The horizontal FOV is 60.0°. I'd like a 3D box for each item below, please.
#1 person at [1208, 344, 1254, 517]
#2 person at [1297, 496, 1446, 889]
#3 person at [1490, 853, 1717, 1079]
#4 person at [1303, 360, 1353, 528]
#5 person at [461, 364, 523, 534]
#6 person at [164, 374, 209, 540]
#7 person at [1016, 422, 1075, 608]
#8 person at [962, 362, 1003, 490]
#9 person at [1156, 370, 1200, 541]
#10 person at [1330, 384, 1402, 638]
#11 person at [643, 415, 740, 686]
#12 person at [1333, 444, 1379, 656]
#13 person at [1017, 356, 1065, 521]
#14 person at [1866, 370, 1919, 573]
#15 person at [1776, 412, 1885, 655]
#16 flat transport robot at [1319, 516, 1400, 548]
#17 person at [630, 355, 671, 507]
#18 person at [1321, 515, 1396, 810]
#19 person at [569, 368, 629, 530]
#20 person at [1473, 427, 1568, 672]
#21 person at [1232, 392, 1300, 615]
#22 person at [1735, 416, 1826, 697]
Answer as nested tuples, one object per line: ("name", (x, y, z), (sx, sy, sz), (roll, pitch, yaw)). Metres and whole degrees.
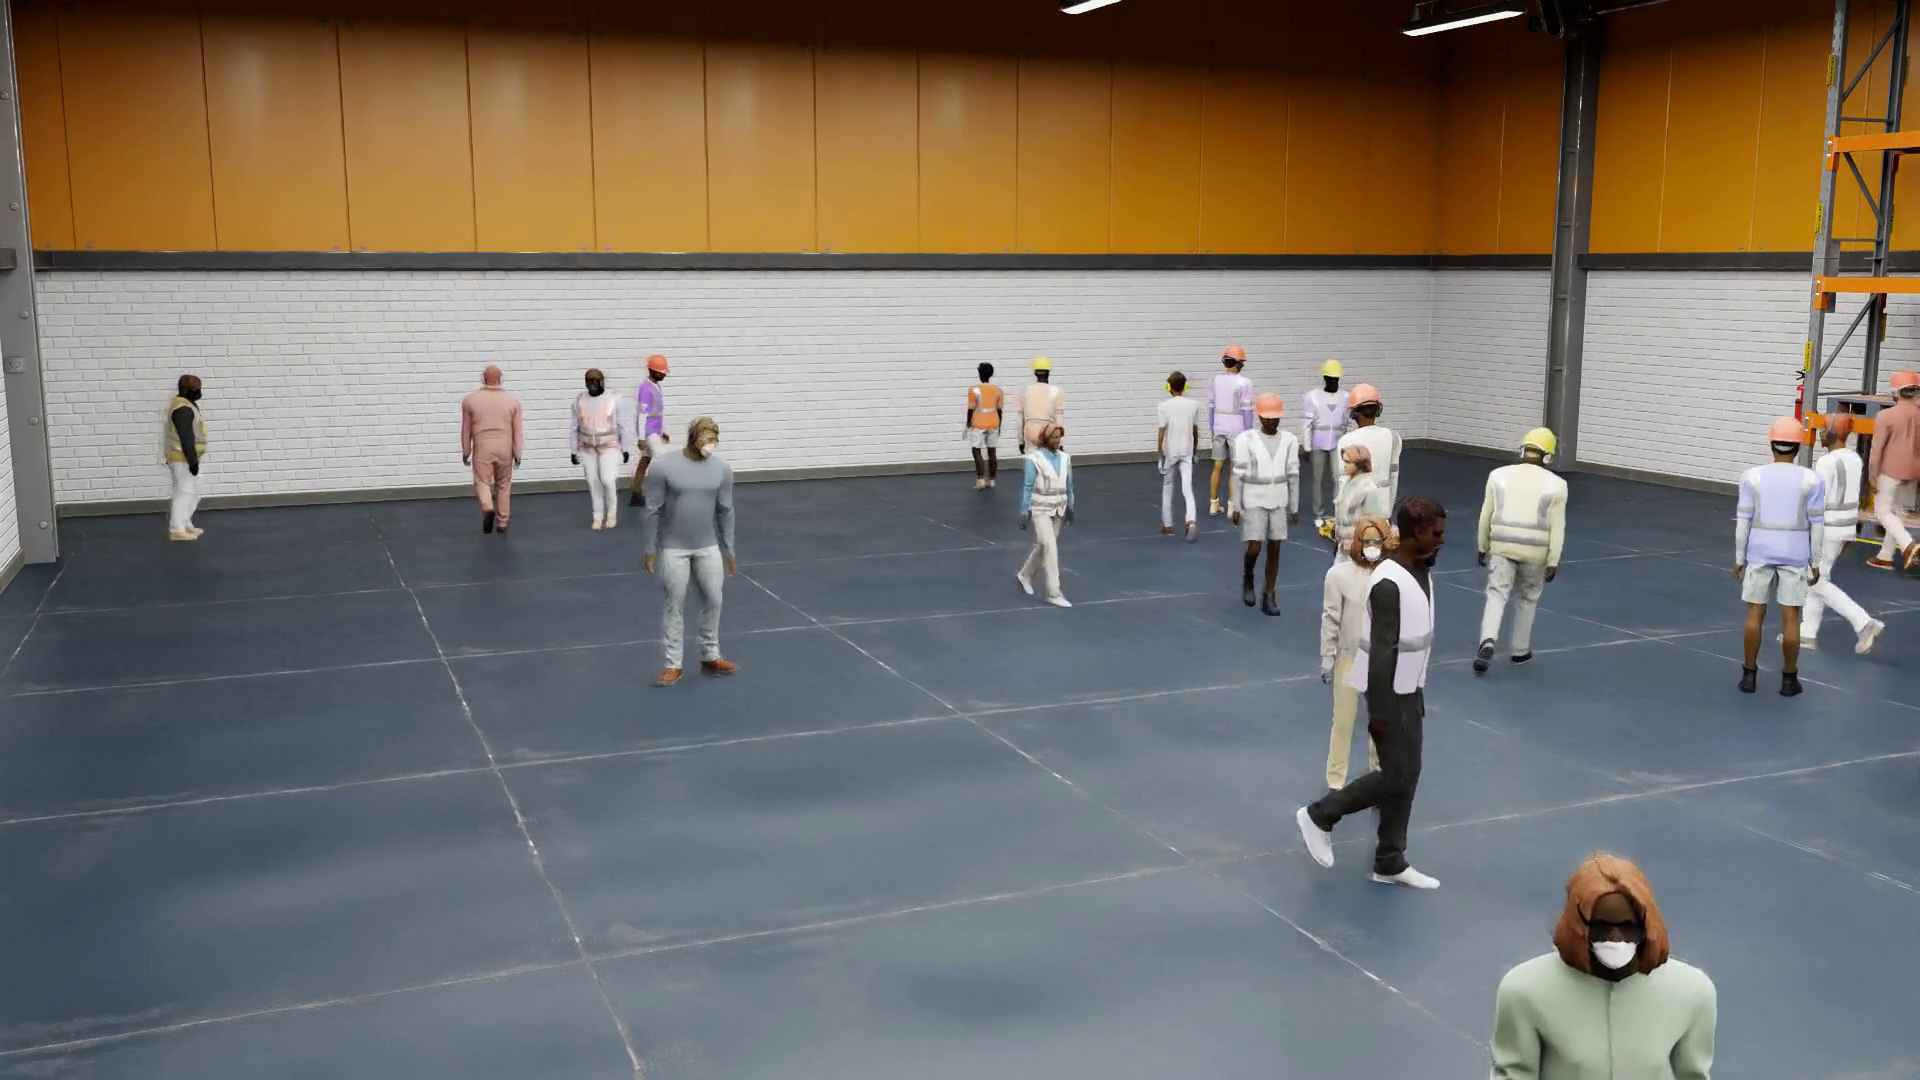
("person", (3.214, -1.289, 19.673), (0.609, 2.036, 0.408), (9, 13, 43))
("person", (2.008, 0.719, 7.949), (0.596, 1.890, 0.596), (5, 11, 28))
("person", (1.501, 1.517, 3.918), (0.528, 1.618, 0.367), (2, 9, 9))
("person", (4.128, -1.051, 18.599), (0.588, 1.902, 0.784), (0, 9, 1))
("person", (-5.124, -0.983, 18.275), (0.655, 1.884, 0.694), (-3, 10, -19))
("person", (-8.347, -0.880, 17.900), (0.495, 1.805, 0.647), (-3, 10, -18))
("person", (0.738, -0.250, 14.688), (0.529, 1.609, 0.810), (-8, 12, -40))
("person", (0.317, -1.508, 22.046), (0.548, 1.703, 0.330), (-5, 11, -27))
("person", (2.380, -0.917, 18.035), (0.501, 1.839, 0.891), (0, 9, -3))
("person", (3.184, -0.215, 13.155), (0.605, 2.037, 0.394), (-5, 11, -28))
("person", (-1.909, 0.074, 11.834), (0.722, 1.905, 0.402), (-5, 11, -27))
("person", (3.057, 0.068, 12.678), (0.507, 1.621, 0.517), (-2, 10, -13))
("person", (0.978, -1.198, 19.519), (0.605, 1.892, 0.868), (4, 10, 21))
("person", (9.067, -0.645, 15.980), (0.623, 1.969, 0.790), (-1, 9, -8))
("person", (6.680, -0.043, 12.650), (0.587, 1.862, 0.741), (-8, 12, -39))
("flat transport robot", (4.271, -0.058, 17.541), (0.652, 0.197, 1.431), (0, 9, -1))
("person", (-3.695, -1.313, 20.262), (0.830, 1.878, 0.636), (0, 9, 1))
("person", (2.208, 0.671, 9.008), (0.507, 1.632, 0.268), (1, 9, 8))
("person", (-4.047, -1.007, 18.597), (0.664, 1.822, 0.480), (1, 9, 6))
("person", (4.059, 0.087, 12.094), (0.632, 1.796, 0.765), (5, 11, 30))
("person", (2.590, -0.309, 14.092), (0.572, 1.912, 0.503), (-1, 9, -7))
("person", (5.655, 0.110, 11.492), (0.551, 1.933, 0.378), (5, 11, 29))
